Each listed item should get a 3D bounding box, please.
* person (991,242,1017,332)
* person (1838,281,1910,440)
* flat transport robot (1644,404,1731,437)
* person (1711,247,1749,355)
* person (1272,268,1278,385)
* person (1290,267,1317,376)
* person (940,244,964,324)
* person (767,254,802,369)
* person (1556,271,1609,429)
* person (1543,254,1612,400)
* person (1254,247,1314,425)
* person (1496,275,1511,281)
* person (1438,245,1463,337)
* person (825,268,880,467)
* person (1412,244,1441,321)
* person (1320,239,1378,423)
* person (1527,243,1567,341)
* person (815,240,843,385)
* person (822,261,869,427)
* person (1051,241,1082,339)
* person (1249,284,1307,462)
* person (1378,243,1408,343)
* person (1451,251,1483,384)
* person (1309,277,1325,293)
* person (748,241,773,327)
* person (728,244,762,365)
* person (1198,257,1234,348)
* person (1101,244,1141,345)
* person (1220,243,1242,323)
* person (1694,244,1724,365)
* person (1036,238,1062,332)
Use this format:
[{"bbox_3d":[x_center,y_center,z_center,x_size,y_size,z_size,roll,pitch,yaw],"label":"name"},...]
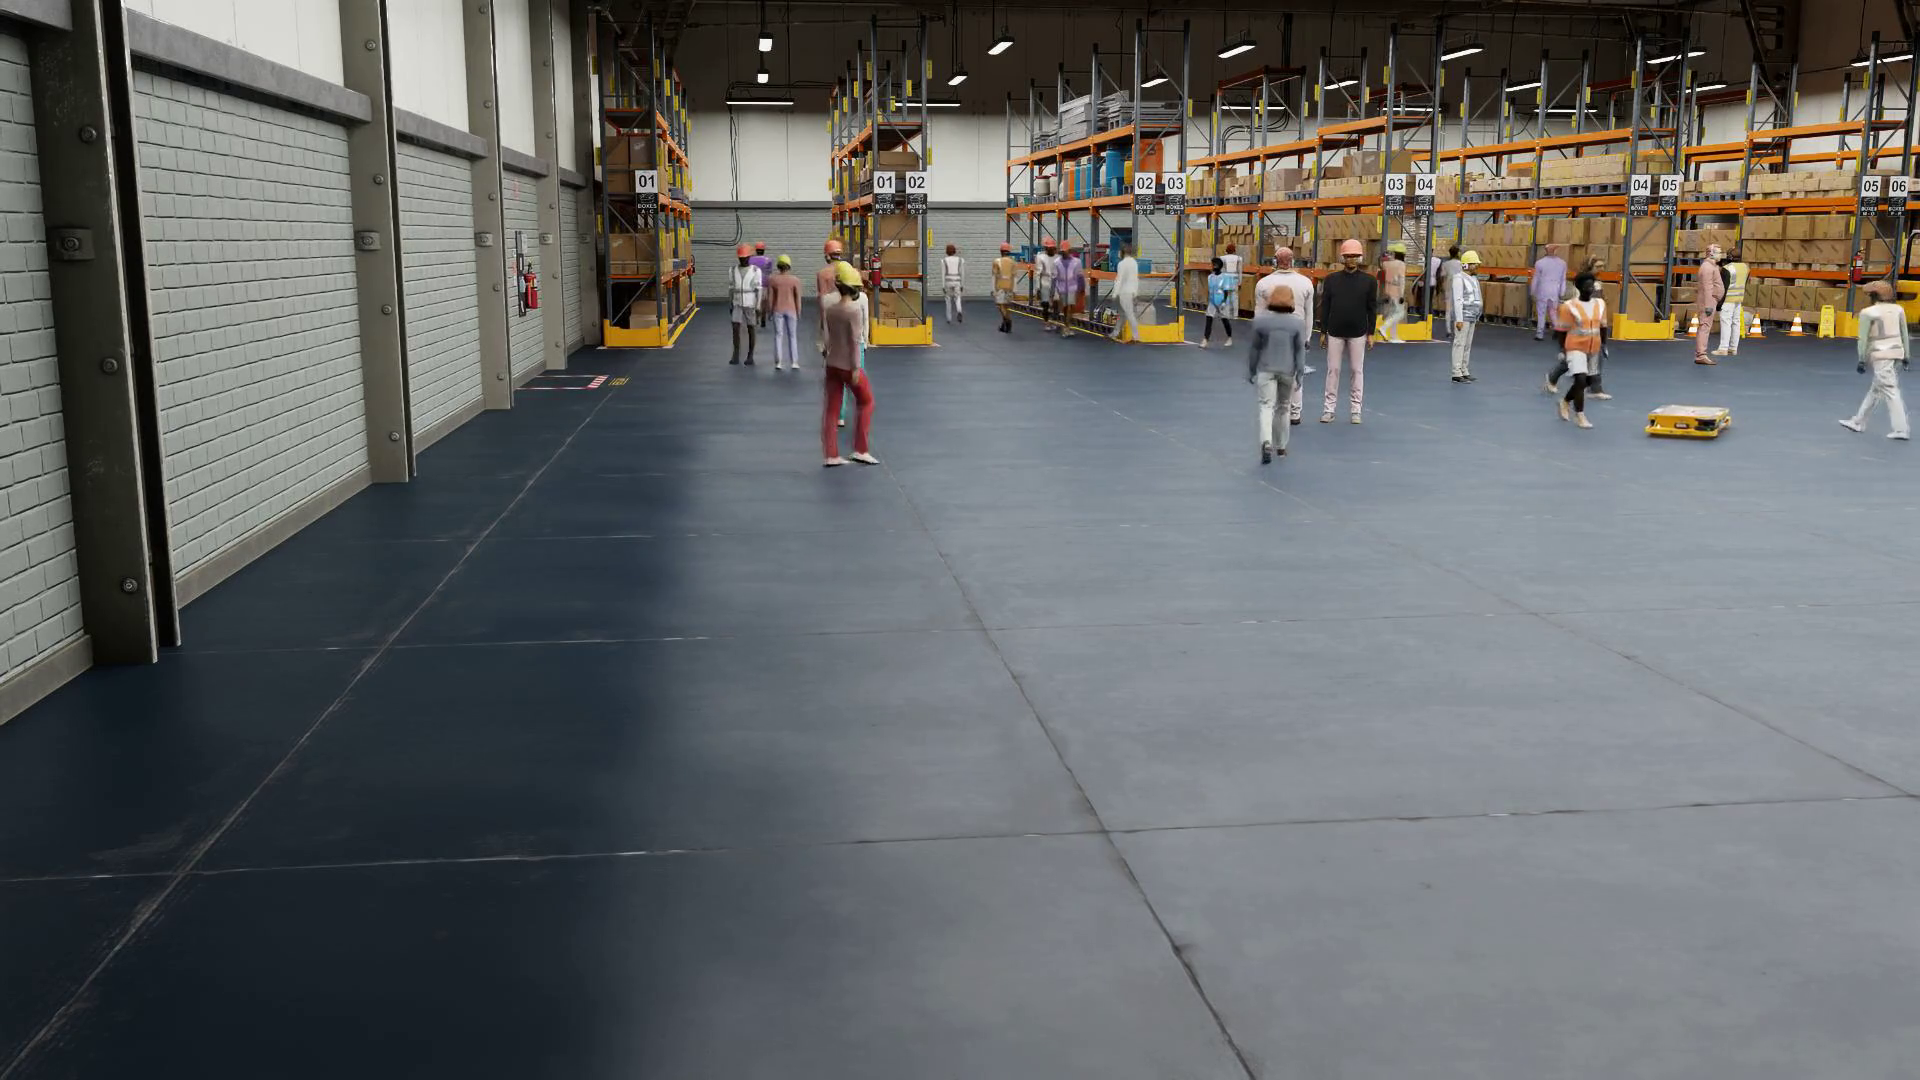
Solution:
[{"bbox_3d":[0.966,-5.369,35.362,0.546,1.921,0.769,-4,11,-21],"label":"person"},{"bbox_3d":[9.308,-1.826,16.847,0.513,1.571,0.862,-4,11,-21],"label":"person"},{"bbox_3d":[7.577,-1.247,17.283,0.652,0.197,1.431,6,12,30],"label":"flat transport robot"},{"bbox_3d":[13.221,-4.091,28.571,0.625,1.844,0.429,-6,12,-30],"label":"person"},{"bbox_3d":[4.392,-2.986,22.785,0.318,1.740,0.488,4,11,23],"label":"person"},{"bbox_3d":[4.786,-3.151,24.085,0.856,1.586,0.537,-2,11,-11],"label":"person"},{"bbox_3d":[-0.164,-5.898,38.407,0.585,1.868,0.647,-2,11,-11],"label":"person"},{"bbox_3d":[-2.698,-3.511,25.596,0.532,1.767,0.325,0,10,-3],"label":"person"},{"bbox_3d":[6.635,-2.052,17.852,0.527,1.674,0.752,-3,11,-14],"label":"person"},{"bbox_3d":[7.802,-2.671,20.860,0.515,1.824,0.807,-9,14,-41],"label":"person"},{"bbox_3d":[3.478,-2.190,17.955,0.642,1.913,0.409,0,10,-1],"label":"person"},{"bbox_3d":[14.368,-6.975,44.016,0.632,1.974,0.692,-1,10,-5],"label":"person"},{"bbox_3d":[9.955,-5.027,33.640,0.546,1.860,0.379,1,10,6],"label":"person"},{"bbox_3d":[-0.968,-1.519,14.719,0.598,1.747,0.528,-10,14,-43],"label":"person"},{"bbox_3d":[10.238,-5.569,36.511,0.613,1.899,0.481,1,10,4],"label":"person"},{"bbox_3d":[4.223,-2.267,18.139,0.608,1.997,0.374,4,11,20],"label":"person"},{"bbox_3d":[11.460,-4.833,32.488,0.672,1.895,0.460,-1,10,-7],"label":"person"},{"bbox_3d":[-1.699,-3.038,22.417,0.630,1.974,0.449,-8,13,-36],"label":"person"},{"bbox_3d":[-1.223,-2.089,17.796,0.523,1.769,0.320,-4,11,-23],"label":"person"},{"bbox_3d":[2.163,-5.053,33.563,0.620,1.964,1.108,2,11,12],"label":"person"},{"bbox_3d":[2.875,-1.513,15.081,0.500,1.604,0.778,2,11,10],"label":"person"},{"bbox_3d":[8.225,-4.677,31.560,0.531,1.911,0.595,-3,11,-16],"label":"person"},{"bbox_3d":[7.042,-3.091,23.107,0.404,1.833,0.588,8,13,36],"label":"person"},{"bbox_3d":[9.098,-6.491,41.875,0.639,1.792,0.937,2,10,8],"label":"person"},{"bbox_3d":[-4.485,-5.766,37.528,0.553,1.922,0.441,0,10,2],"label":"person"},{"bbox_3d":[-3.418,-3.695,26.220,0.563,1.898,0.856,1,10,8],"label":"person"},{"bbox_3d":[4.744,-4.344,30.470,0.536,1.655,0.859,9,14,42],"label":"person"},{"bbox_3d":[3.049,-4.612,31.290,0.910,1.890,0.646,6,12,30],"label":"person"},{"bbox_3d":[6.358,-6.045,39.166,0.575,1.883,0.362,-1,10,-4],"label":"person"},{"bbox_3d":[11.963,-3.755,26.549,0.410,1.909,0.643,4,11,21],"label":"person"},{"bbox_3d":[1.931,-5.422,35.463,0.631,1.982,1.064,-1,10,-7],"label":"person"}]
